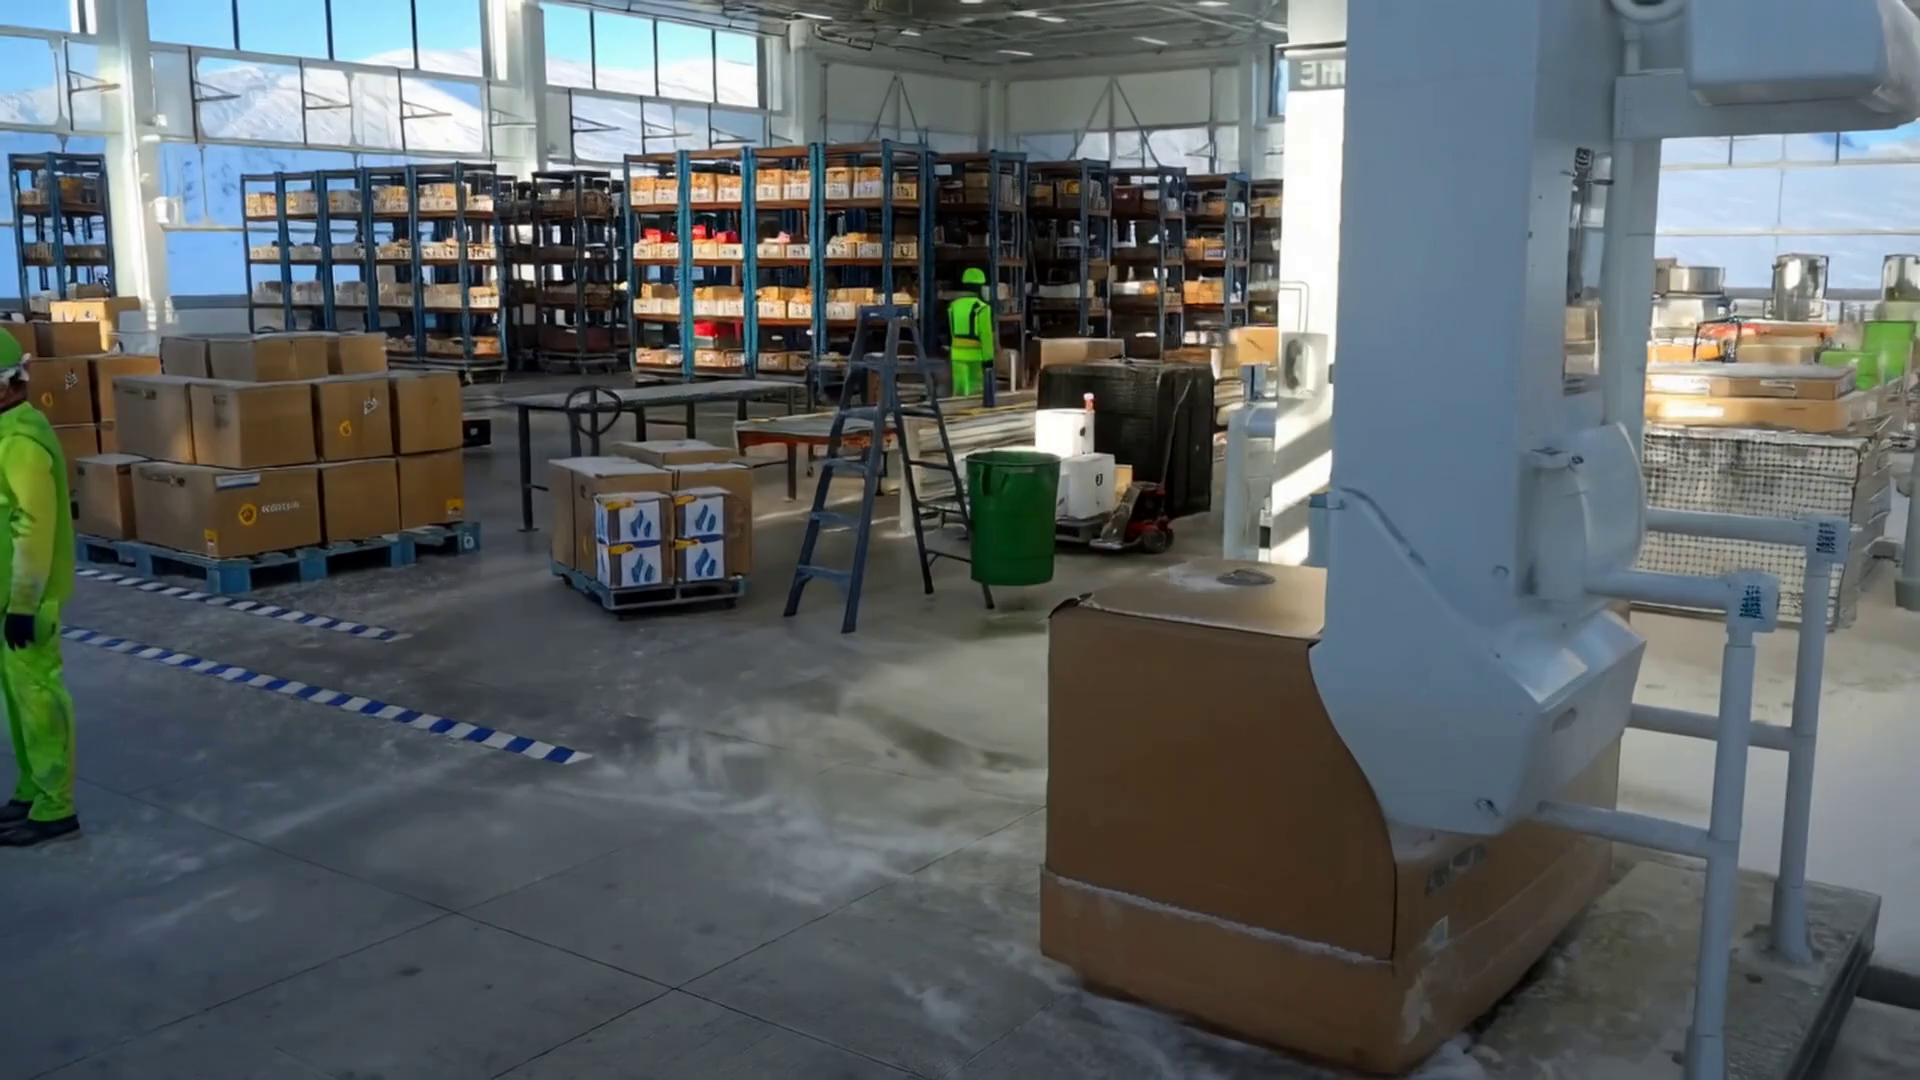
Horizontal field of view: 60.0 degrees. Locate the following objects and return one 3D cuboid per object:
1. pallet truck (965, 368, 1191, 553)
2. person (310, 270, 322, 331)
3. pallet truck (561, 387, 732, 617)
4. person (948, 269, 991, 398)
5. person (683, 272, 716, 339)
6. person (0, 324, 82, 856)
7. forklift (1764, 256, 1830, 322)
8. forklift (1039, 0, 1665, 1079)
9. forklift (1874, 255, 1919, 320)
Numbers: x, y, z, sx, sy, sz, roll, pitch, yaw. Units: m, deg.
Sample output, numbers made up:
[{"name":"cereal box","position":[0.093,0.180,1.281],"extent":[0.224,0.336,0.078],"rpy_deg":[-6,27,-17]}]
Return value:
[{"name":"pallet truck","position":[0.845,-0.609,11.869],"extent":[1.630,1.274,0.653],"rpy_deg":[7,12,35]},{"name":"person","position":[-12.093,-4.187,31.576],"extent":[0.564,1.838,0.389],"rpy_deg":[4,10,23]},{"name":"pallet truck","position":[-1.981,-0.274,10.088],"extent":[0.680,1.201,1.601],"rpy_deg":[-5,11,-28]},{"name":"person","position":[0.124,-2.017,18.372],"extent":[0.417,1.940,0.601],"rpy_deg":[-9,13,-44]},{"name":"person","position":[-4.618,-3.822,29.419],"extent":[0.602,1.830,0.404],"rpy_deg":[-3,10,-18]},{"name":"person","position":[-3.271,0.158,5.732],"extent":[0.404,1.828,0.587],"rpy_deg":[-7,12,-36]},{"name":"forklift","position":[20.253,-5.854,40.139],"extent":[1.157,1.987,2.680],"rpy_deg":[7,12,35]},{"name":"forklift","position":[1.249,-0.137,4.360],"extent":[1.873,2.768,1.129],"rpy_deg":[7,12,35]},{"name":"forklift","position":[22.089,-5.634,38.796],"extent":[1.157,1.987,2.680],"rpy_deg":[6,11,33]}]
